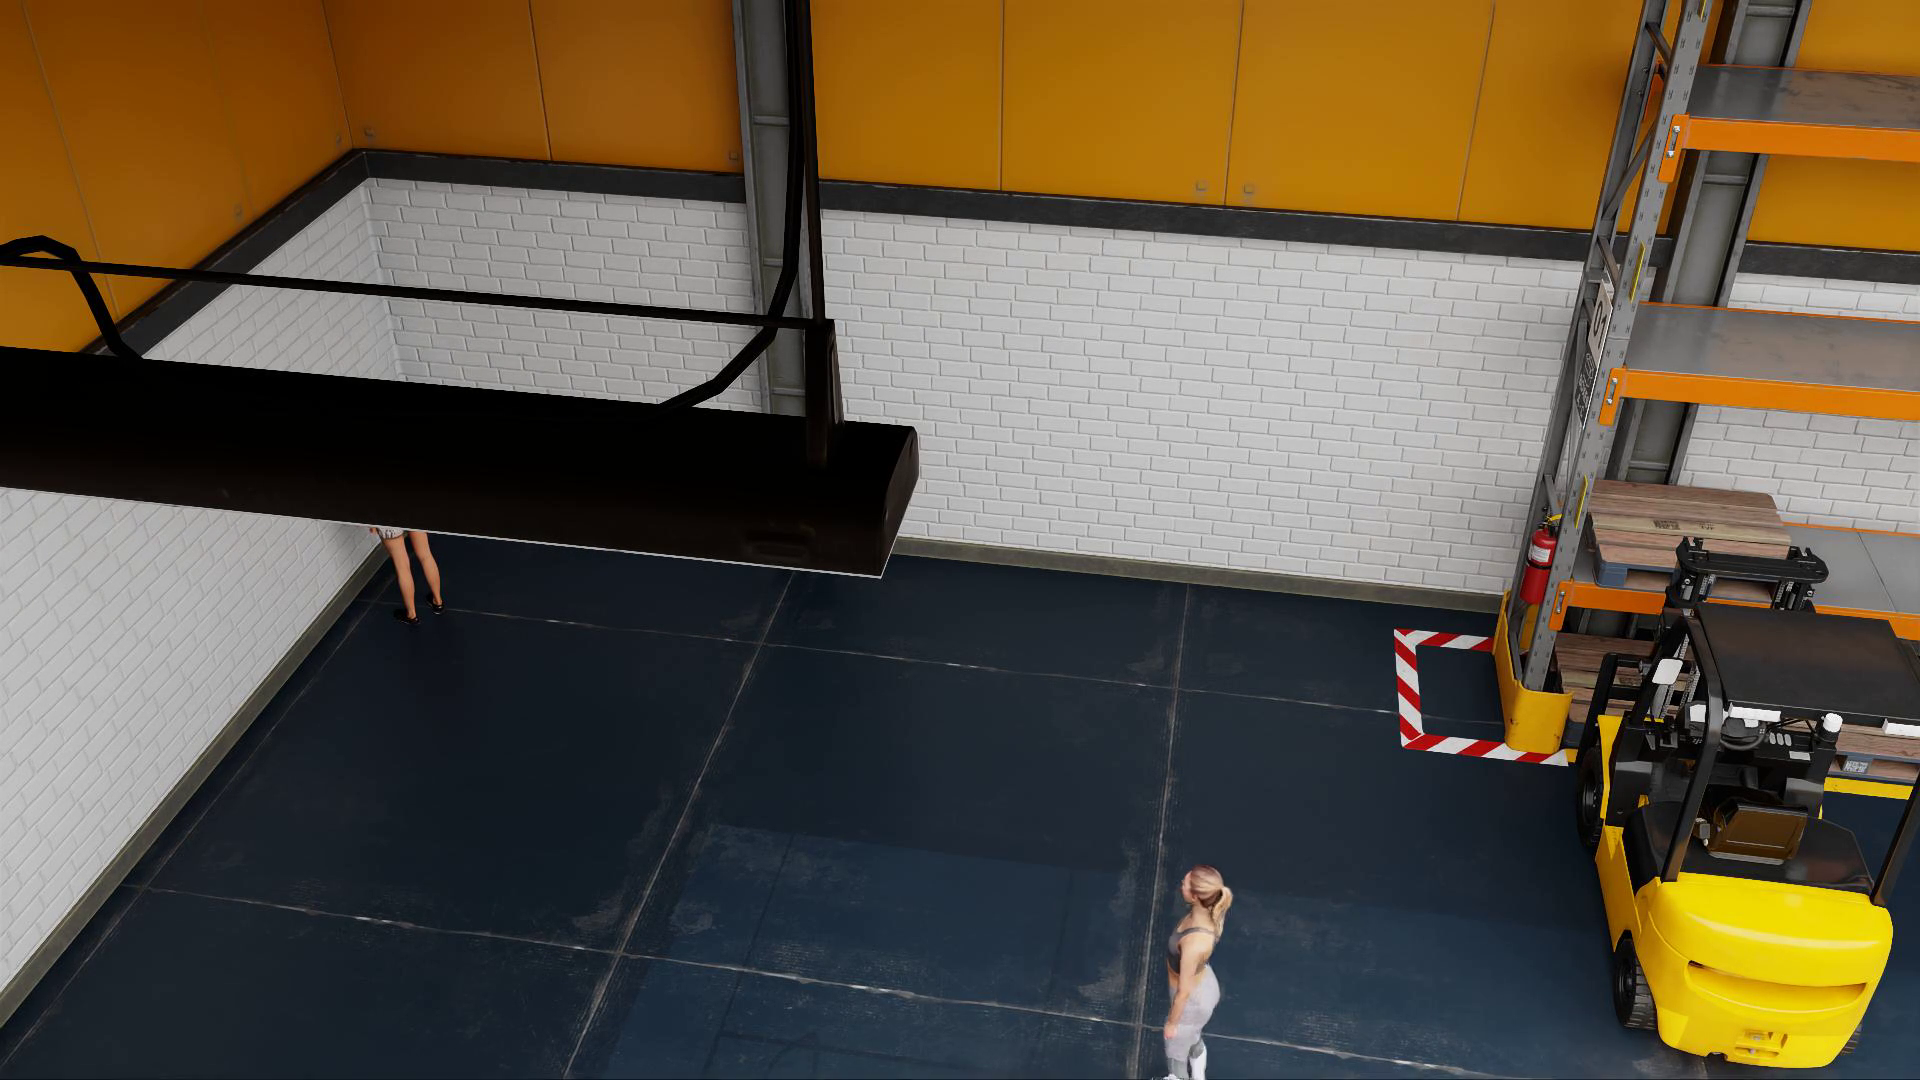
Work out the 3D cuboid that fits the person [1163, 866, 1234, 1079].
[{"bbox_3d":[1.140,2.273,8.219,0.639,1.698,0.648,10,35,15],"label":"person"}]
